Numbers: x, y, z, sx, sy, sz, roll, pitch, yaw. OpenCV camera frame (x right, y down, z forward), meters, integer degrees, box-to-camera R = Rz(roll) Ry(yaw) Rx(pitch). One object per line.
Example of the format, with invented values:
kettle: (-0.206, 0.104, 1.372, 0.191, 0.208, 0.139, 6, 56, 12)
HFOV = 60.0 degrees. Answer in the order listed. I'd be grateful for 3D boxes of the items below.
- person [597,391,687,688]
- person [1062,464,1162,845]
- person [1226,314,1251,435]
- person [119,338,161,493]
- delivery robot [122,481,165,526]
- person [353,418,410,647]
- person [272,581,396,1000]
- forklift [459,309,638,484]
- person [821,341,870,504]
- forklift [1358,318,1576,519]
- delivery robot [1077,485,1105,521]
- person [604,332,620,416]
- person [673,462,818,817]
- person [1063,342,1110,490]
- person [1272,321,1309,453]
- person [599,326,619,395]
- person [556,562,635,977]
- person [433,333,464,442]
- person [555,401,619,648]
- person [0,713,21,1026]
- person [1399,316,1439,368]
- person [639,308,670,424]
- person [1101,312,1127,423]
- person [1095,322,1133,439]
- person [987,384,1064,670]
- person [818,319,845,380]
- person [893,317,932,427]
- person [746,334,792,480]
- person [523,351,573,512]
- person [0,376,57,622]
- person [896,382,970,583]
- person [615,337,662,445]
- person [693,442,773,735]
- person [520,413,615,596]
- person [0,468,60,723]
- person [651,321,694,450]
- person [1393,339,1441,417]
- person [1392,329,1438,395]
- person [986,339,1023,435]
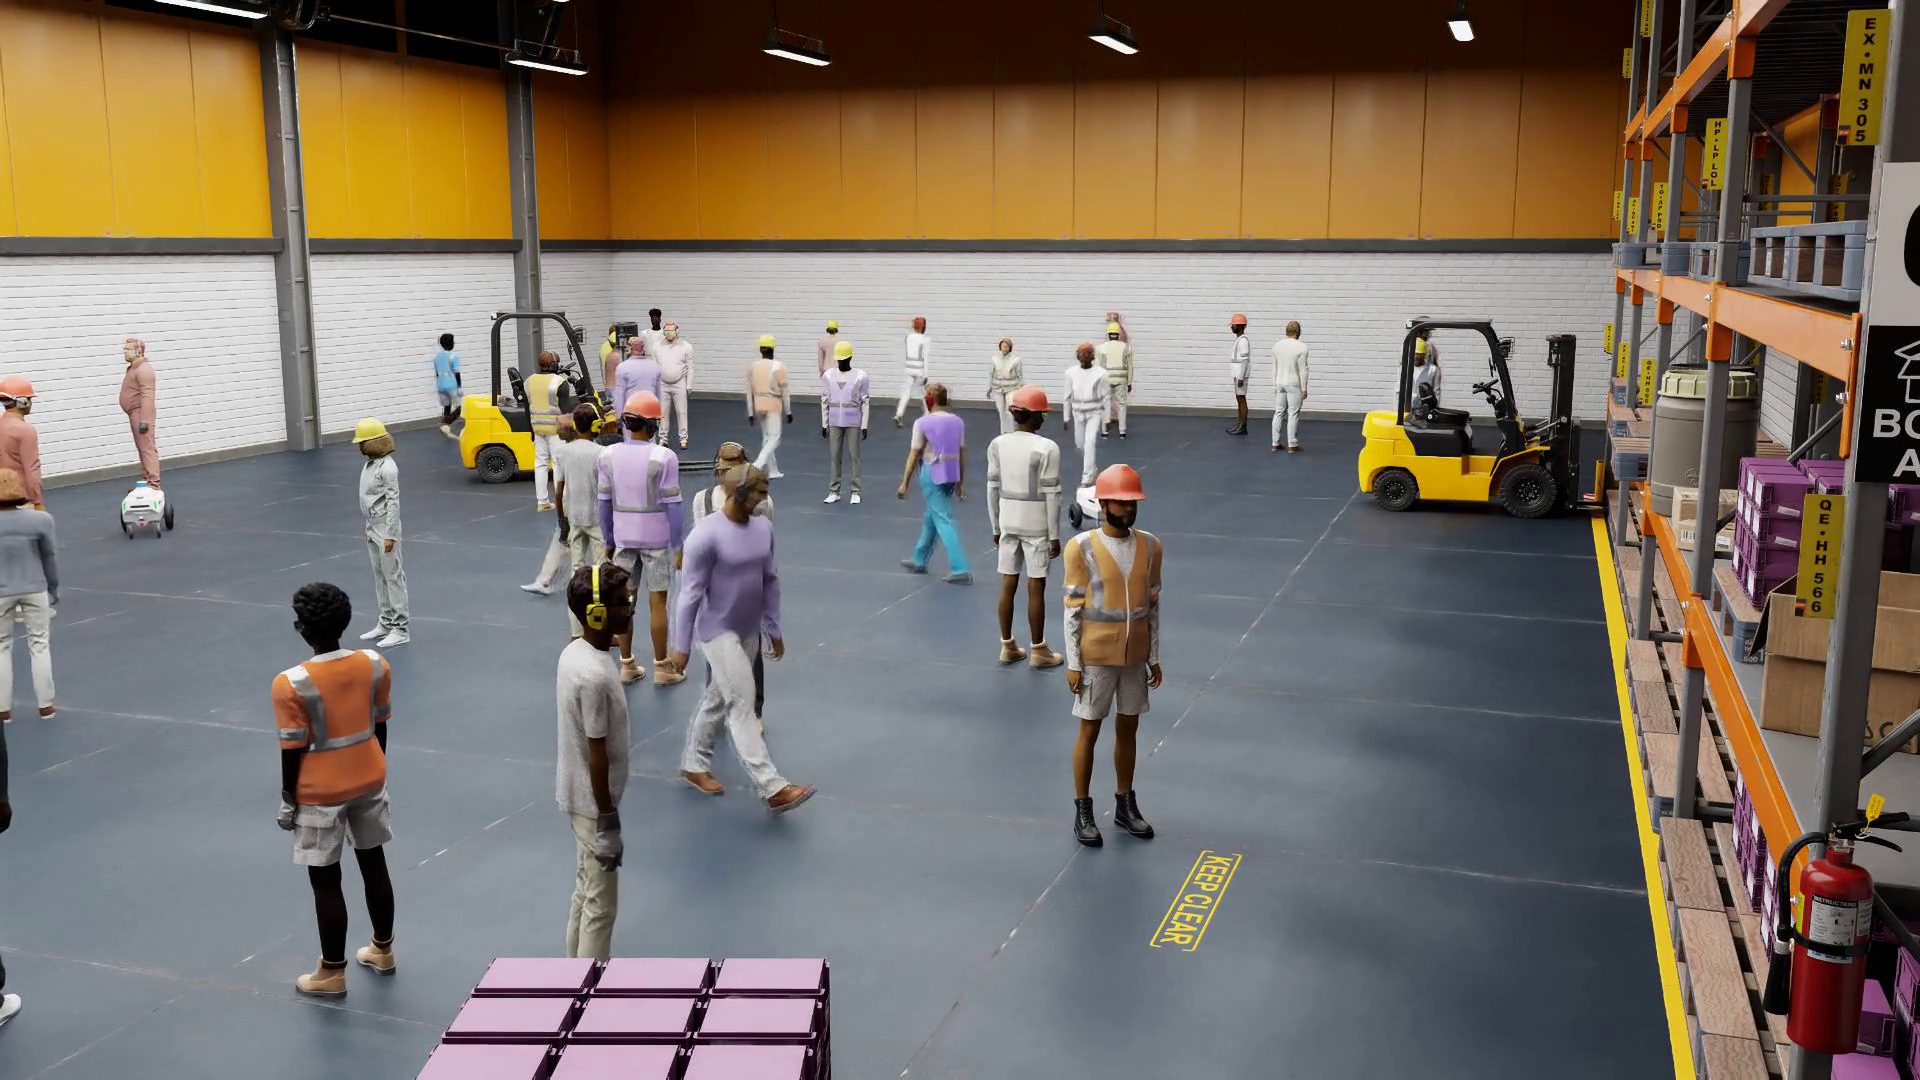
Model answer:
person: (-2.169, -0.005, 11.443, 0.615, 2.041, 0.391, 3, 11, 17)
person: (0.788, 0.576, 8.453, 0.545, 1.942, 0.349, -4, 11, -22)
person: (4.461, -2.648, 26.619, 0.374, 1.939, 0.545, 1, 10, 4)
person: (-9.952, -1.489, 20.167, 0.409, 1.913, 0.650, -7, 12, -34)
delivery robot: (-8.562, -0.374, 17.443, 0.477, 0.478, 0.707, -4, 11, -19)
person: (-4.409, -0.061, 12.624, 0.305, 1.736, 0.484, -8, 13, -39)
person: (-2.525, 1.003, 6.735, 0.318, 1.698, 0.534, 6, 12, 31)
forklift: (-5.354, -1.902, 21.697, 2.313, 2.155, 1.214, -2, 10, -13)
person: (-1.352, -1.374, 19.505, 0.584, 1.919, 0.375, 2, 10, 13)
forklift: (5.787, -1.437, 19.079, 2.313, 2.155, 1.214, 3, 11, 19)
delivery robot: (1.505, -0.407, 17.633, 0.477, 0.478, 0.707, -3, 11, -17)
person: (-5.059, -2.196, 24.557, 0.330, 1.768, 0.526, -8, 13, -38)
person: (-1.172, 0.523, 8.933, 1.035, 1.873, 0.644, 6, 12, 32)
person: (1.604, -1.548, 20.664, 0.585, 1.852, 0.878, 5, 11, 26)
person: (4.838, -2.243, 24.385, 0.374, 1.930, 0.624, -8, 13, -40)
person: (-5.137, -2.322, 25.057, 0.633, 1.841, 0.429, 8, 13, 40)
person: (-1.346, 1.003, 6.252, 0.332, 1.872, 0.514, -4, 11, -20)
person: (-7.863, -2.340, 25.572, 0.551, 1.685, 0.392, 6, 12, 32)
person: (-2.784, -0.104, 12.491, 0.534, 1.868, 0.309, 3, 11, 17)
person: (-3.920, 0.974, 6.279, 0.593, 1.920, 0.391, -4, 11, -21)
person: (6.558, -2.177, 23.679, 0.536, 2.000, 0.688, -1, 10, -8)
person: (-5.144, -2.946, 28.216, 0.602, 1.967, 0.366, -1, 10, -6)
person: (2.586, -2.942, 28.381, 0.458, 1.893, 0.681, 4, 11, 22)
person: (2.397, -2.482, 25.982, 0.597, 1.831, 0.403, 0, 10, -2)
person: (0.481, -0.095, 11.948, 0.609, 2.044, 0.394, 8, 13, 38)
person: (-2.165, -2.880, 28.405, 0.525, 1.772, 0.306, 1, 10, 8)
person: (-0.756, -2.802, 27.768, 0.584, 1.851, 0.944, 7, 12, 33)
person: (-2.484, -1.679, 21.254, 0.589, 1.904, 0.820, 6, 11, 28)
person: (-4.625, -1.223, 18.869, 0.633, 1.843, 0.429, 5, 11, 25)
person: (-7.636, -0.340, 13.527, 0.630, 1.981, 0.434, 7, 12, 35)
person: (-0.225, -0.524, 15.066, 0.962, 1.797, 0.592, 9, 13, 41)
person: (-4.008, -1.571, 20.683, 0.645, 1.901, 0.397, -10, 14, -44)
person: (-1.400, 0.305, 10.270, 0.505, 1.840, 0.346, 0, 10, 2)
person: (-3.339, -0.292, 14.315, 0.856, 1.591, 0.525, -6, 12, -30)
person: (-6.011, 0.355, 10.583, 0.511, 1.633, 0.312, -6, 12, -31)
person: (-4.275, -2.288, 24.684, 0.643, 1.909, 0.410, 0, 10, 0)
person: (5.881, -1.664, 21.449, 0.604, 1.837, 0.485, 5, 11, 28)
person: (6.835, -2.317, 25.047, 0.660, 1.831, 0.436, -2, 10, -13)
person: (0.656, -2.232, 25.204, 0.521, 1.612, 0.710, 4, 11, 19)
